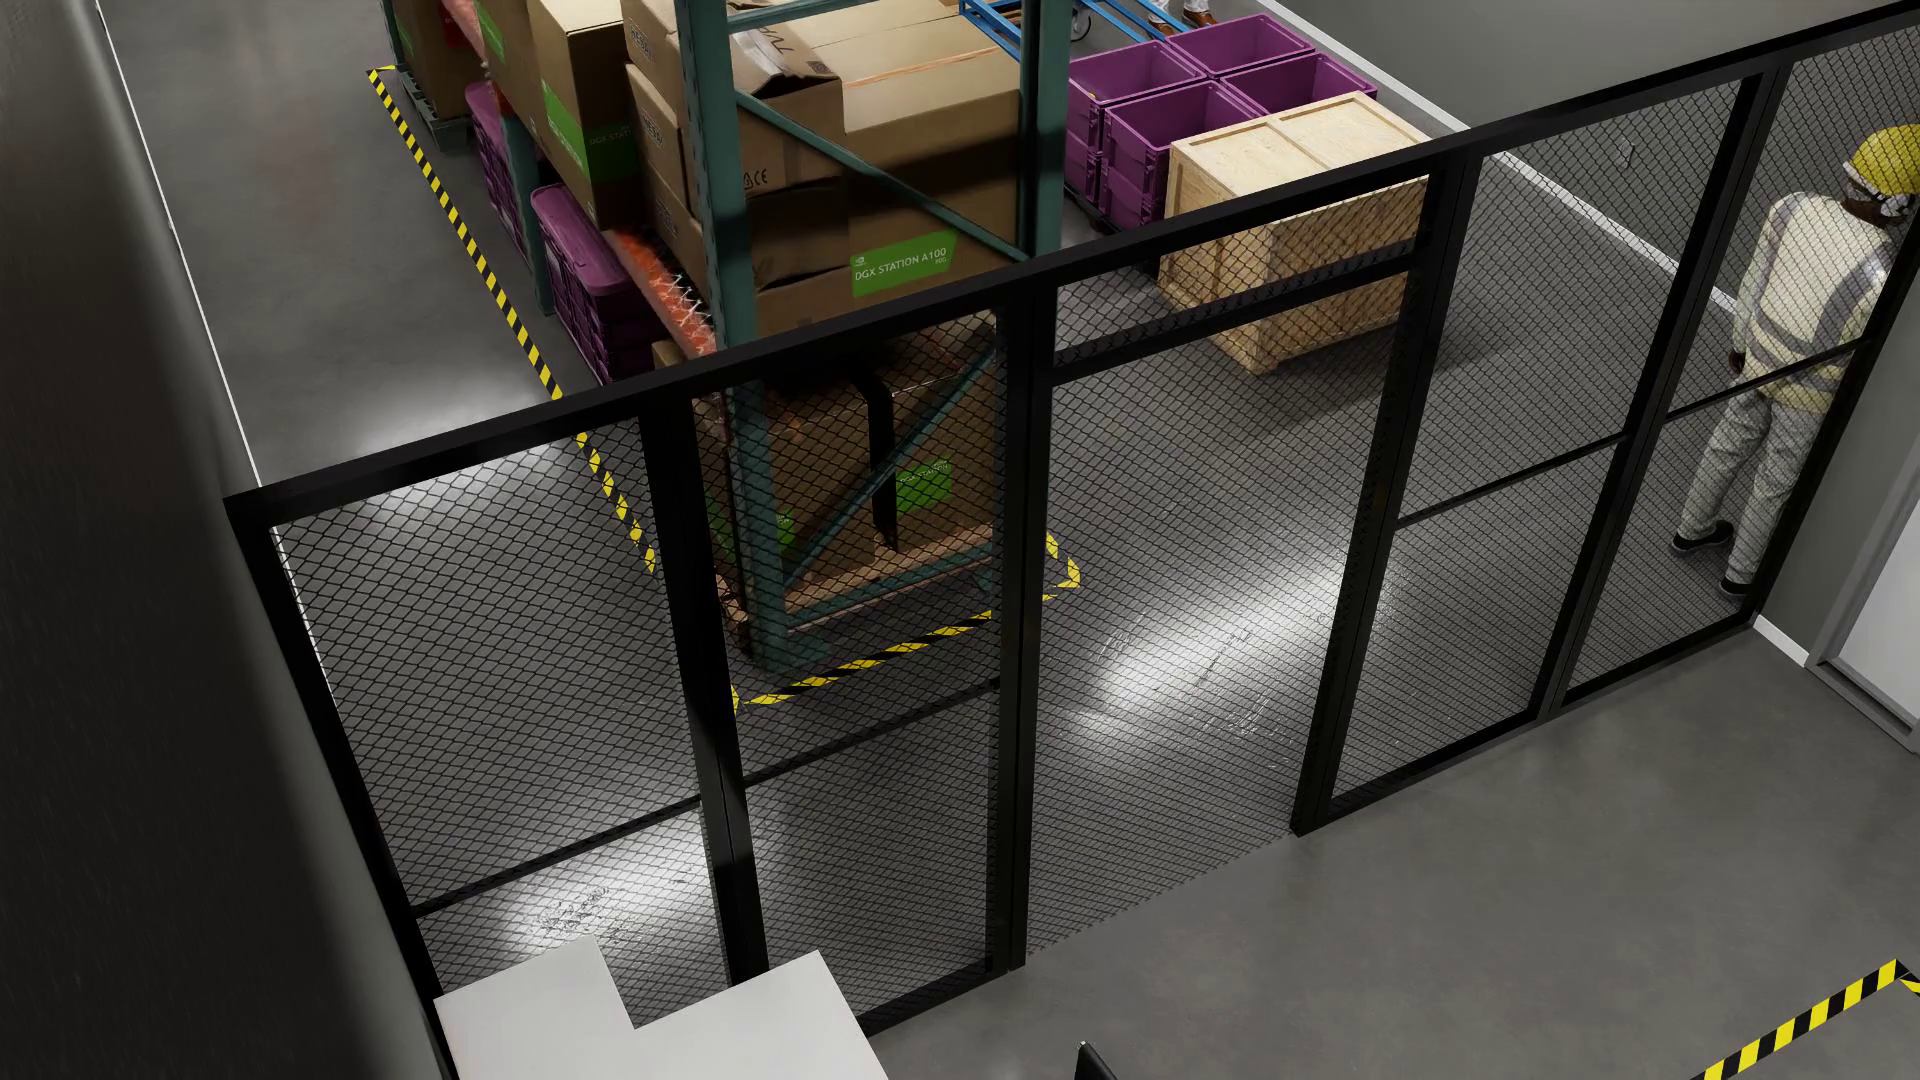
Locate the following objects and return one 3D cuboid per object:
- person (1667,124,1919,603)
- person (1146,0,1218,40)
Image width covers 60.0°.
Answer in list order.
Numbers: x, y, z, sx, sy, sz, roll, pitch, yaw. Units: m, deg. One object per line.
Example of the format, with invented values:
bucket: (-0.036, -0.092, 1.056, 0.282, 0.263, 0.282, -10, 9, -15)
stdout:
person: (2.868, -0.574, 5.651, 0.404, 1.830, 0.603, -14, 44, -15)
person: (1.281, -3.622, 8.907, 0.635, 1.937, 0.354, -22, 47, -22)
